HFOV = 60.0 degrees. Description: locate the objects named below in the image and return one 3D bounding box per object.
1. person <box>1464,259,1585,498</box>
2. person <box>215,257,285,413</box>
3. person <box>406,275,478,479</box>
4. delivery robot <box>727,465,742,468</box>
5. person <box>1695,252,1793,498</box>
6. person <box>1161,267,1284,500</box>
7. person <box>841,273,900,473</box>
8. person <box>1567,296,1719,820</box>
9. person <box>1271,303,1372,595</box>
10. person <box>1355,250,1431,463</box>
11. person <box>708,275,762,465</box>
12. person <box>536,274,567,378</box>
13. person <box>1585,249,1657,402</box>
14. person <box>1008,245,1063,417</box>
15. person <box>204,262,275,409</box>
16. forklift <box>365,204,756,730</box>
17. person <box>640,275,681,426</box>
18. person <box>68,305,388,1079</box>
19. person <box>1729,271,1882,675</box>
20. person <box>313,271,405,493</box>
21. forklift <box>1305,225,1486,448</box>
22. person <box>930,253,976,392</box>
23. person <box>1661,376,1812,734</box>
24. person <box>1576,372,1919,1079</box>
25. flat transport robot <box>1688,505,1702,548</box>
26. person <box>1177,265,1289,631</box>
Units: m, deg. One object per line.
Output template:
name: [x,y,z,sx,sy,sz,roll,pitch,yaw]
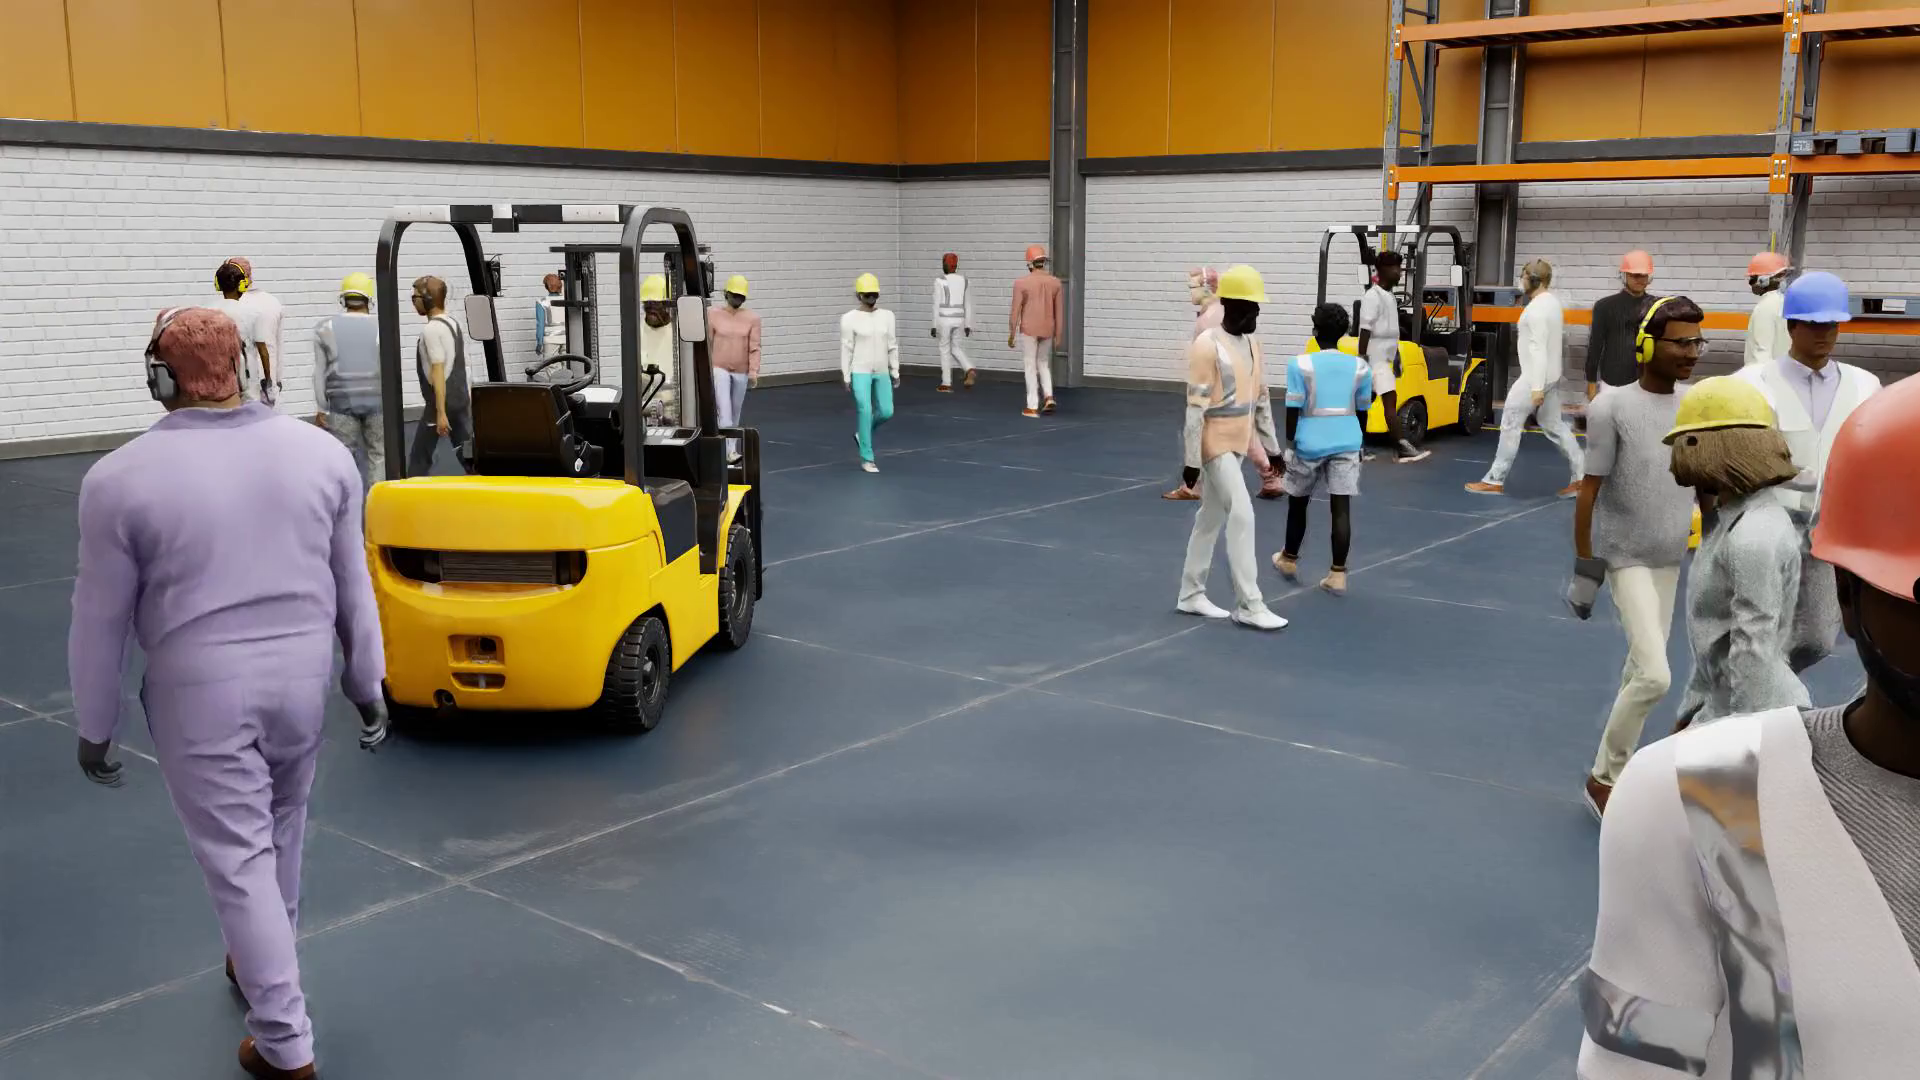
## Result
person: [4.591,-1.263,13.124,1.004,1.897,0.648,6,12,32]
person: [-5.634,-1.273,13.143,0.407,1.902,0.638,5,11,26]
person: [-3.618,-0.921,11.492,0.984,1.789,0.536,1,10,5]
delivery robot: [-1.767,-0.386,11.696,0.707,0.478,0.477,-1,10,-7]
person: [6.133,-1.230,12.788,0.671,1.931,1.040,-10,14,-43]
person: [2.099,-1.199,12.940,0.921,1.845,0.672,5,11,25]
person: [-0.817,-1.483,14.719,0.542,1.750,0.560,-6,12,-31]
person: [2.383,0.099,5.697,0.530,1.853,0.523,-5,11,-25]
person: [2.110,-0.551,9.765,0.554,1.662,0.806,-1,10,-7]
person: [3.968,-1.668,15.225,0.922,1.929,0.642,5,12,28]
person: [-2.077,-1.536,15.093,0.540,1.710,0.861,-3,11,-16]
person: [-4.751,-2.304,19.573,0.514,1.642,0.310,-9,14,-42]
person: [5.184,-1.275,12.975,0.630,1.967,0.837,1,10,6]
person: [0.866,-2.409,19.238,0.620,1.978,0.438,-5,11,-27]
person: [-5.490,-1.167,12.642,0.526,1.869,0.315,-1,10,-8]
forklift: [-1.766,-0.406,7.525,1.214,2.155,2.313,1,10,7]
person: [-2.032,-0.882,11.271,0.609,1.792,0.898,3,11,15]
person: [-1.847,0.366,4.118,0.877,1.869,0.677,10,14,43]
person: [3.105,-0.043,6.265,0.615,1.925,0.769,0,10,2]
person: [-4.167,-0.950,11.574,0.607,1.818,0.611,-3,11,-16]
forklift: [4.449,-2.115,16.993,1.214,2.155,2.313,8,13,38]
person: [-0.097,-2.882,22.157,0.580,1.866,0.565,-8,13,-38]
person: [1.909,0.458,4.081,0.427,1.704,0.494,3,11,15]
person: [0.858,0.797,1.566,0.551,1.936,0.356,2,10,11]
flat transport robot: [5.381,-0.095,11.131,1.431,0.197,0.652,1,10,5]
person: [1.502,-0.481,8.752,0.839,1.892,0.611,7,12,33]
